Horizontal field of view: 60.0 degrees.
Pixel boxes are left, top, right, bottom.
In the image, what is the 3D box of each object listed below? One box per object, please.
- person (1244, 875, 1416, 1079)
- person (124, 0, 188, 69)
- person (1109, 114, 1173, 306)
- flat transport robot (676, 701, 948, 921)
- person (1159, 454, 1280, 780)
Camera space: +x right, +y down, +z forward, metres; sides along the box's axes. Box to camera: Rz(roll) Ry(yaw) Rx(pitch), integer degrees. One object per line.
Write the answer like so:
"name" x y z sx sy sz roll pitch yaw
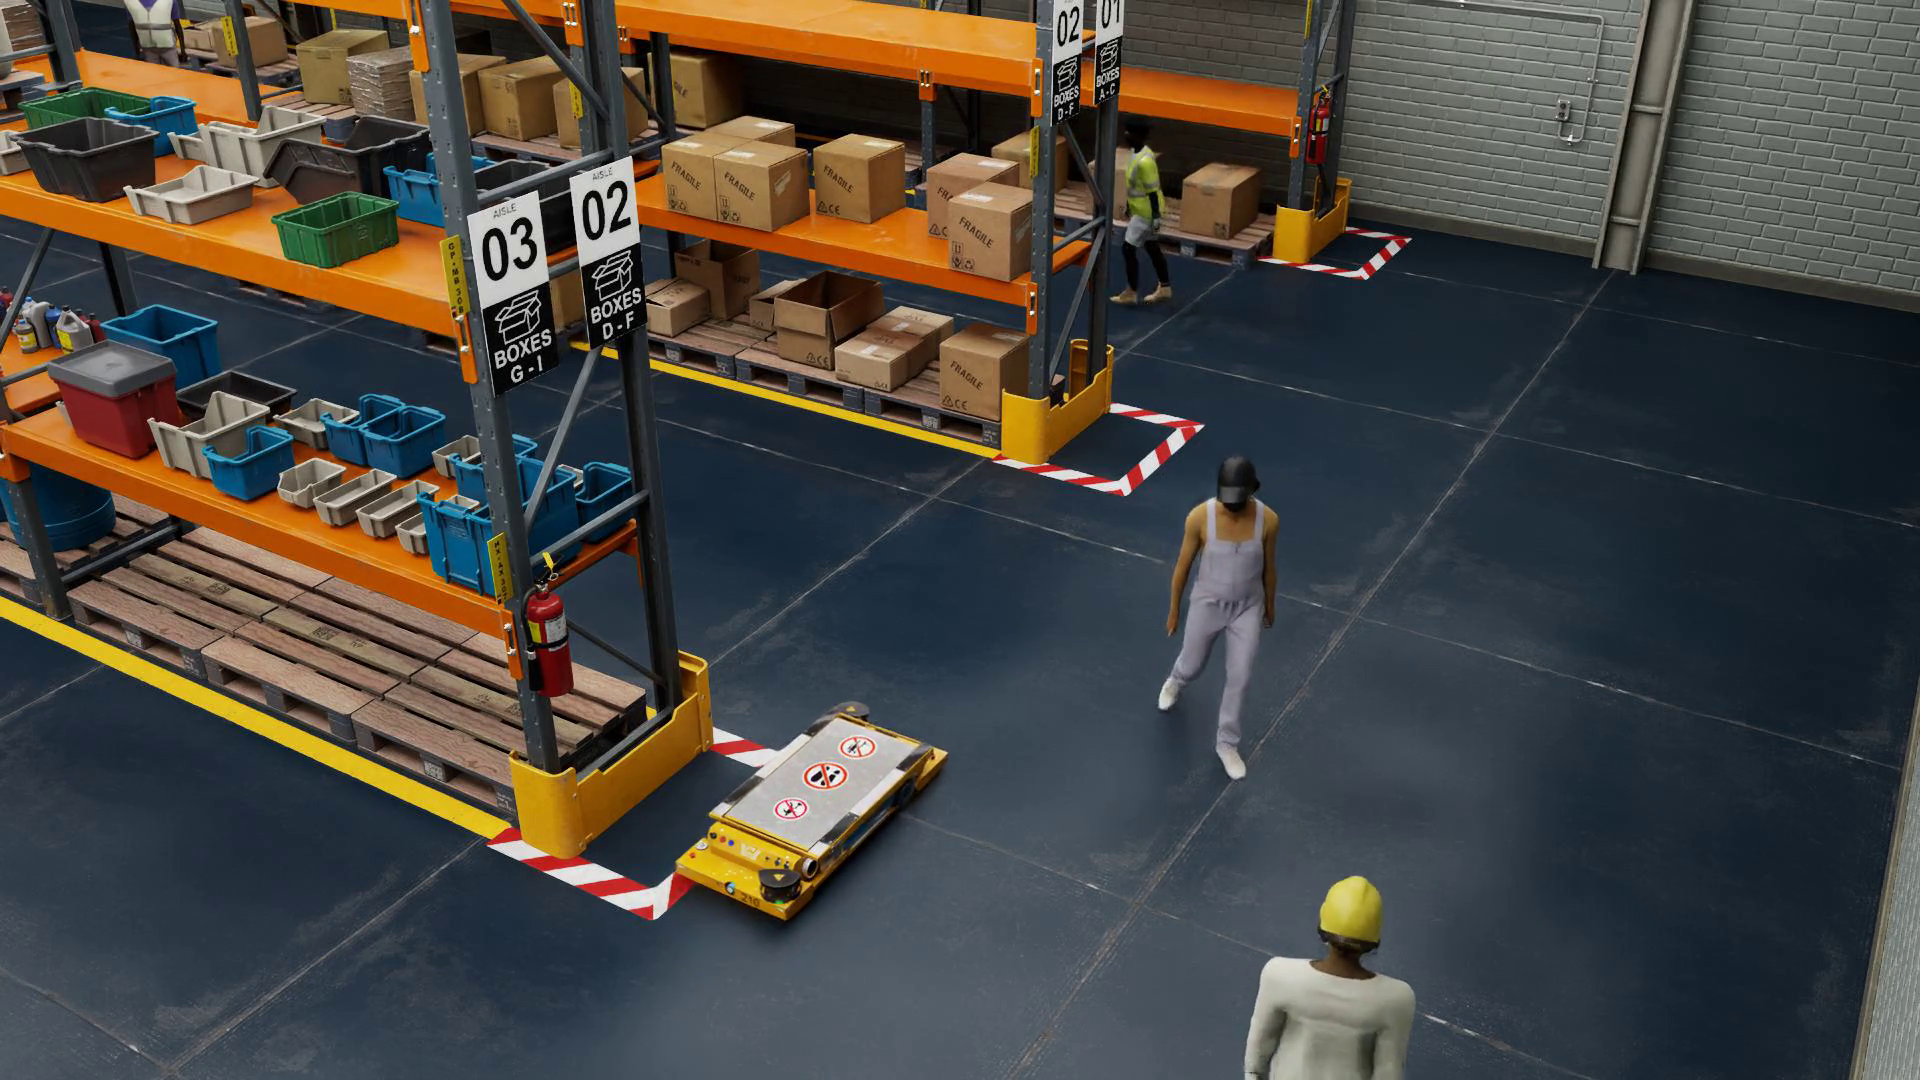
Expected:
"person" 1.239 1.899 5.714 0.527 1.732 0.808 5 30 10
"person" -9.225 -5.669 19.193 0.563 1.839 0.395 -6 30 -10
"person" 1.562 -2.807 14.233 0.676 1.659 0.546 1 29 2
"flat transport robot" -0.707 1.310 8.284 0.659 0.231 1.431 16 33 27
"person" 1.338 0.298 8.504 0.570 1.828 0.775 -1 29 -2
